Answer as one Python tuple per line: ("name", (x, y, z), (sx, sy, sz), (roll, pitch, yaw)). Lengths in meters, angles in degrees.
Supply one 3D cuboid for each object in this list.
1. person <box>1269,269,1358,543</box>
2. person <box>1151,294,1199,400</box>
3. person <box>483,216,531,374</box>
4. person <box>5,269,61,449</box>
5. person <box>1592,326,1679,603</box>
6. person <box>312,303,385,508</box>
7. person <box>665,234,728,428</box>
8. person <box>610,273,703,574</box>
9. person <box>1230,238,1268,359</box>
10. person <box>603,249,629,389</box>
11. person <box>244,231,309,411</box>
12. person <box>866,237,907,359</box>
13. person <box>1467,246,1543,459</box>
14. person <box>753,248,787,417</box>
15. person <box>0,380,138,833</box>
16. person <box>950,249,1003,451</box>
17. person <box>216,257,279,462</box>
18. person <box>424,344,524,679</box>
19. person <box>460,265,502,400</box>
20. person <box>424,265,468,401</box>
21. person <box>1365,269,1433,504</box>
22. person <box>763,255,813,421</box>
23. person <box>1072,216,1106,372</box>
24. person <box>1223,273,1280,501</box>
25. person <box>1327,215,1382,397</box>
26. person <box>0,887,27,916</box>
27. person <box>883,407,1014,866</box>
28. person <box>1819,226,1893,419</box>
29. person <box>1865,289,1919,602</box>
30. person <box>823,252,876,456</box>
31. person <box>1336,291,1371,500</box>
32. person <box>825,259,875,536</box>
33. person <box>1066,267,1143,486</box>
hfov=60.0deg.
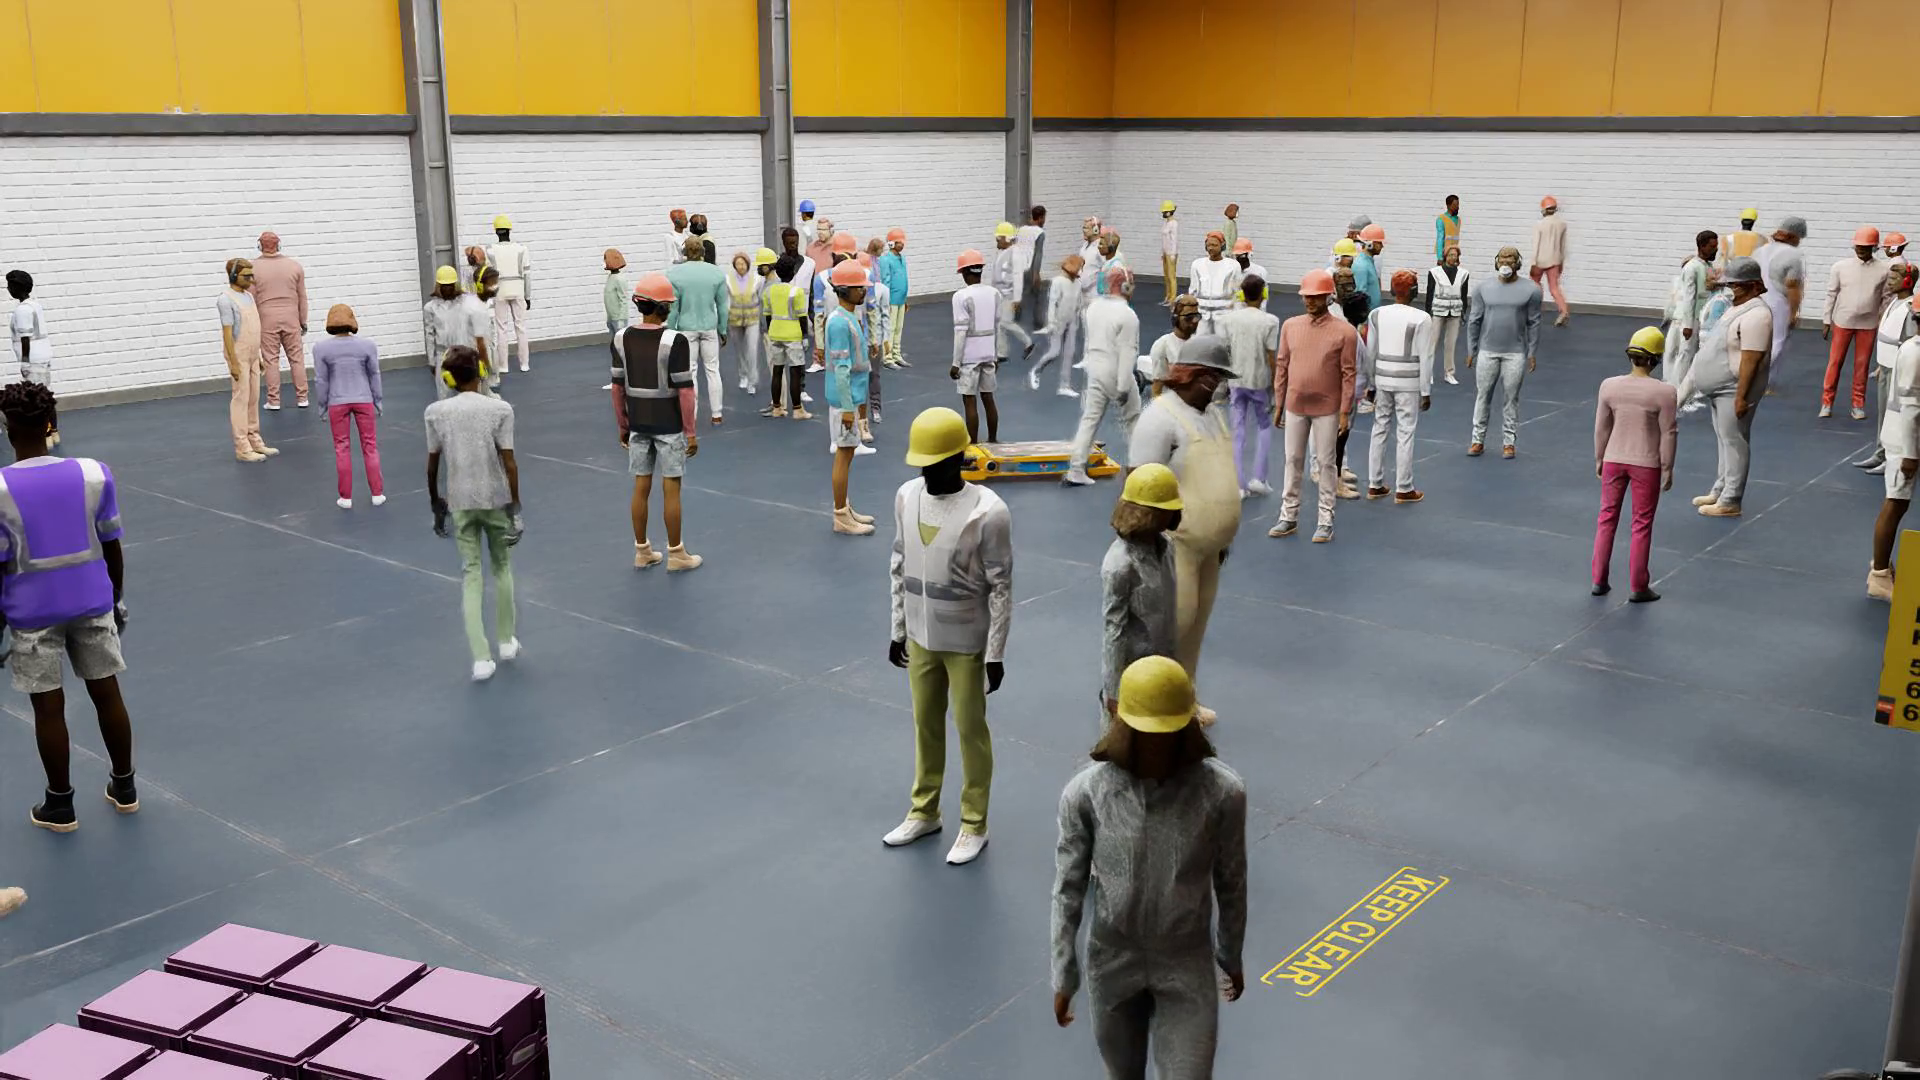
("person", (2.582, -0.980, 12.185), (0.612, 1.995, 0.382), (9, 17, 32))
("person", (1.580, -0.834, 11.906), (0.507, 1.846, 0.345), (-11, 18, -37))
("person", (-5.560, -3.005, 20.425), (0.588, 1.921, 0.367), (-7, 16, -26))
("person", (-8.734, -1.697, 15.677), (0.319, 1.687, 0.538), (-4, 15, -17))
("person", (4.318, -0.480, 10.651), (0.312, 1.768, 0.529), (-13, 19, -43))
("person", (-4.865, -1.069, 13.272), (0.498, 1.633, 0.278), (-6, 15, -23))
("person", (-2.646, -2.096, 16.757), (0.632, 1.938, 0.359), (-5, 15, -19))
("person", (-2.049, -0.787, 11.315), (0.616, 2.041, 0.382), (6, 15, 22))
("person", (3.256, -2.606, 19.196), (0.571, 1.744, 0.352), (8, 16, 29))
("person", (-3.933, -2.508, 19.021), (0.284, 1.633, 0.497), (-8, 16, -29))
("person", (-7.306, -2.339, 17.795), (0.639, 1.908, 0.409), (-9, 17, -33))
("person", (-1.064, -3.051, 21.253), (0.835, 1.592, 0.545), (2, 14, 9))
("person", (4.962, -1.714, 15.228), (0.638, 1.938, 0.356), (6, 15, 22))
("person", (-1.987, -2.171, 17.430), (0.339, 1.761, 0.524), (-4, 15, -17))
("person", (-3.896, 0.291, 7.171), (0.370, 1.960, 0.602), (13, 19, 42))
("person", (0.119, -1.650, 15.001), (0.549, 1.924, 0.386), (-12, 18, -40))
("person", (-6.492, -1.636, 15.115), (0.345, 1.844, 0.507), (1, 14, 2))
("person", (-2.694, -0.163, 9.273), (0.534, 1.818, 0.762), (-2, 14, -10))
("person", (-4.236, -1.503, 14.624), (0.640, 1.815, 0.550), (-3, 14, -10))
("person", (-4.750, -1.703, 15.606), (0.480, 1.734, 0.334), (-4, 15, -16))
("person", (3.543, -1.236, 13.430), (0.345, 1.883, 0.584), (-14, 19, -43))
("person", (-1.782, -2.078, 17.173), (0.531, 1.698, 0.320), (9, 16, 31))
("person", (1.632, -3.035, 20.574), (0.401, 1.907, 0.648), (-6, 15, -22))
("person", (2.380, -1.253, 13.601), (0.492, 1.840, 0.627), (6, 15, 23))
("person", (4.483, -2.648, 18.756), (0.537, 2.000, 0.685), (-11, 18, -36))
("person", (-4.186, 0.636, 6.181), (0.995, 1.790, 0.633), (-6, 15, -24))
("person", (-0.062, 0.392, 6.858), (0.586, 1.917, 0.391), (11, 18, 37))
("person", (9.298, -2.249, 17.261), (0.623, 1.989, 0.387), (5, 15, 19))
("person", (6.101, -0.618, 10.636), (0.382, 2.045, 0.605), (8, 16, 30))
("person", (-1.034, -1.715, 15.365), (0.509, 1.877, 0.328), (12, 19, 41))
("person", (3.172, -1.193, 13.640), (0.322, 1.694, 0.536), (3, 14, 10))
("person", (-0.818, -1.059, 12.402), (0.374, 2.044, 0.605), (0, 14, -1))
("person", (1.319, -1.375, 14.056), (0.984, 1.856, 0.644), (-10, 17, -34))
